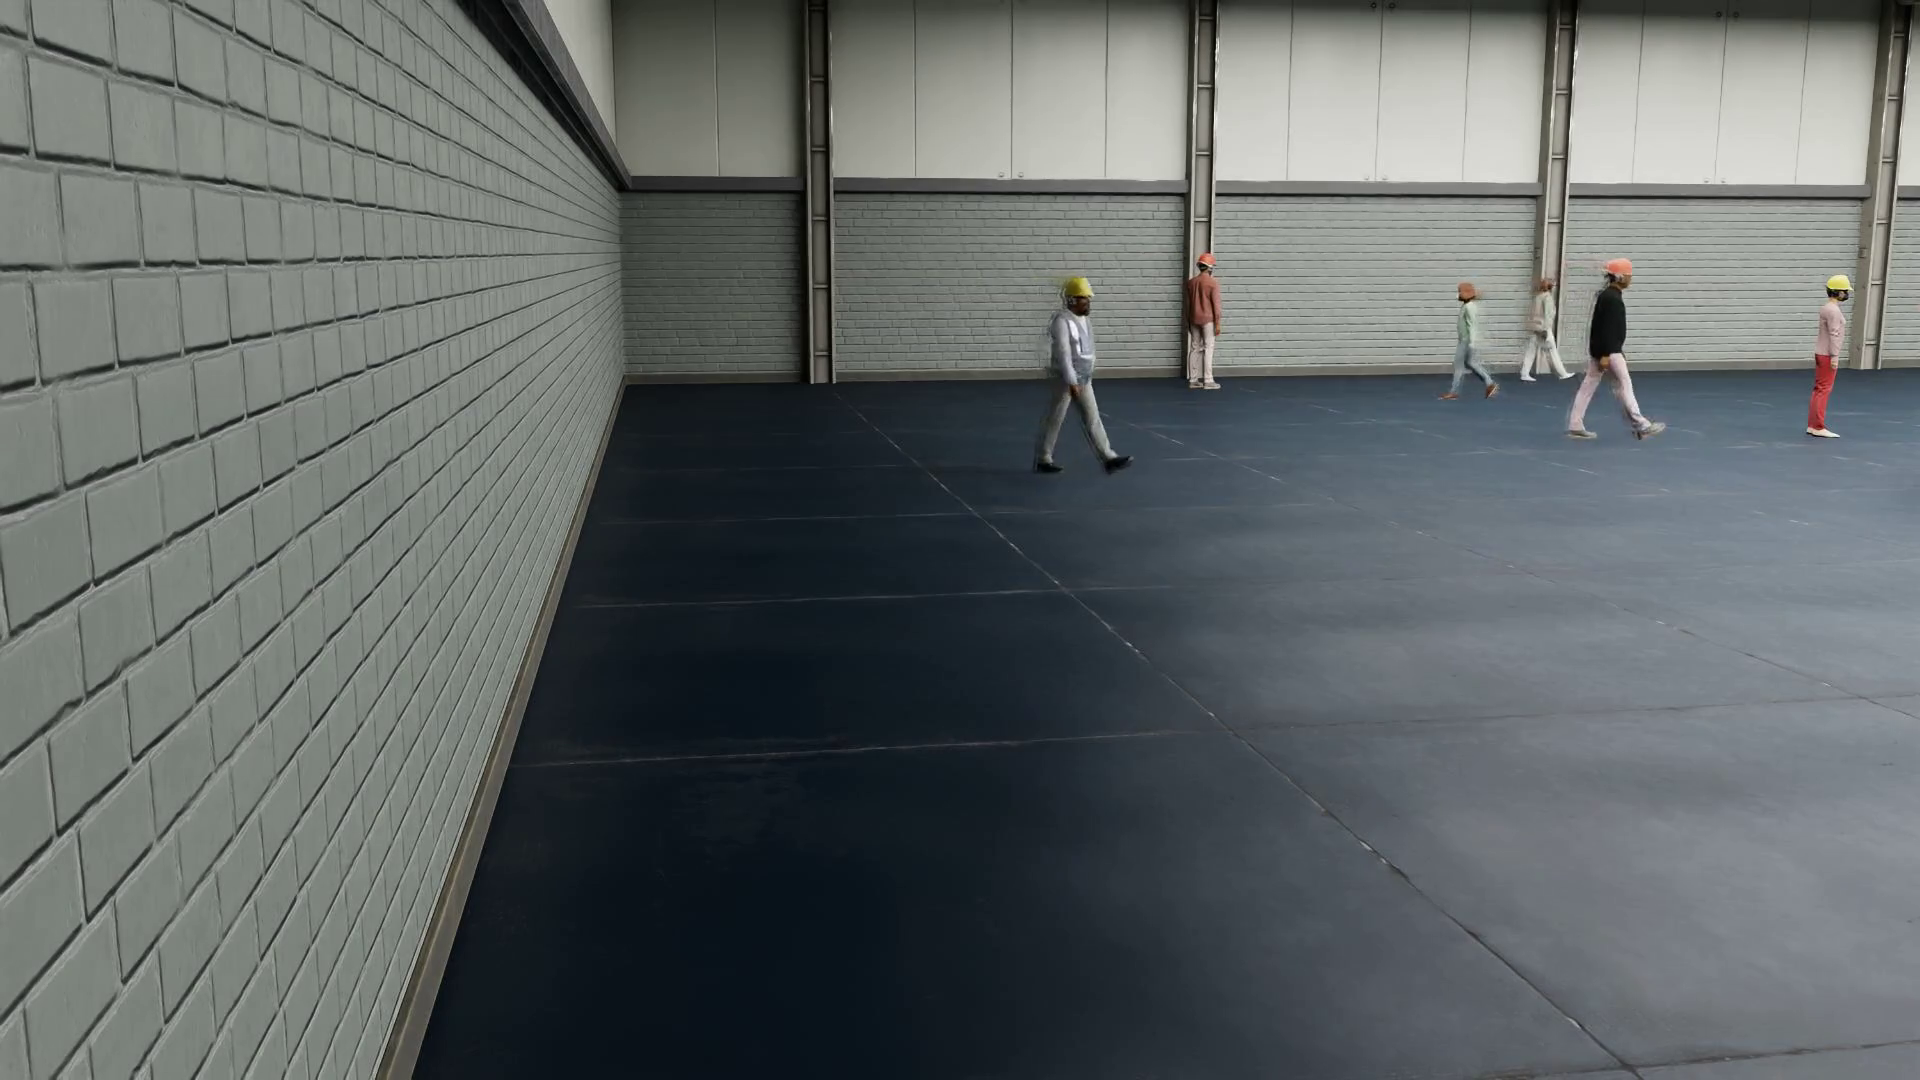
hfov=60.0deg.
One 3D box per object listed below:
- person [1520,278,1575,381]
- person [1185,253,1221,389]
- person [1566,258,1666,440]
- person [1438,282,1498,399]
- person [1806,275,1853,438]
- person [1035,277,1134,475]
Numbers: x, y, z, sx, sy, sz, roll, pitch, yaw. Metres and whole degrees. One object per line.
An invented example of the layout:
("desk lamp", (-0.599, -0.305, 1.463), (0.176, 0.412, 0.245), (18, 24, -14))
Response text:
("person", (9.156, -3.256, 25.851), (0.853, 1.597, 0.539), (-1, 10, -5))
("person", (3.608, -3.223, 24.538), (0.400, 1.989, 0.623), (-9, 13, -41))
("person", (7.065, -2.031, 17.837), (1.036, 1.934, 0.613), (1, 10, 4))
("person", (6.984, -2.713, 22.716), (0.747, 1.612, 0.513), (2, 10, 10))
("person", (9.521, -2.004, 18.175), (0.324, 1.767, 0.533), (3, 10, 16))
("person", (1.092, -1.459, 14.970), (0.950, 1.780, 0.600), (6, 12, 32))
